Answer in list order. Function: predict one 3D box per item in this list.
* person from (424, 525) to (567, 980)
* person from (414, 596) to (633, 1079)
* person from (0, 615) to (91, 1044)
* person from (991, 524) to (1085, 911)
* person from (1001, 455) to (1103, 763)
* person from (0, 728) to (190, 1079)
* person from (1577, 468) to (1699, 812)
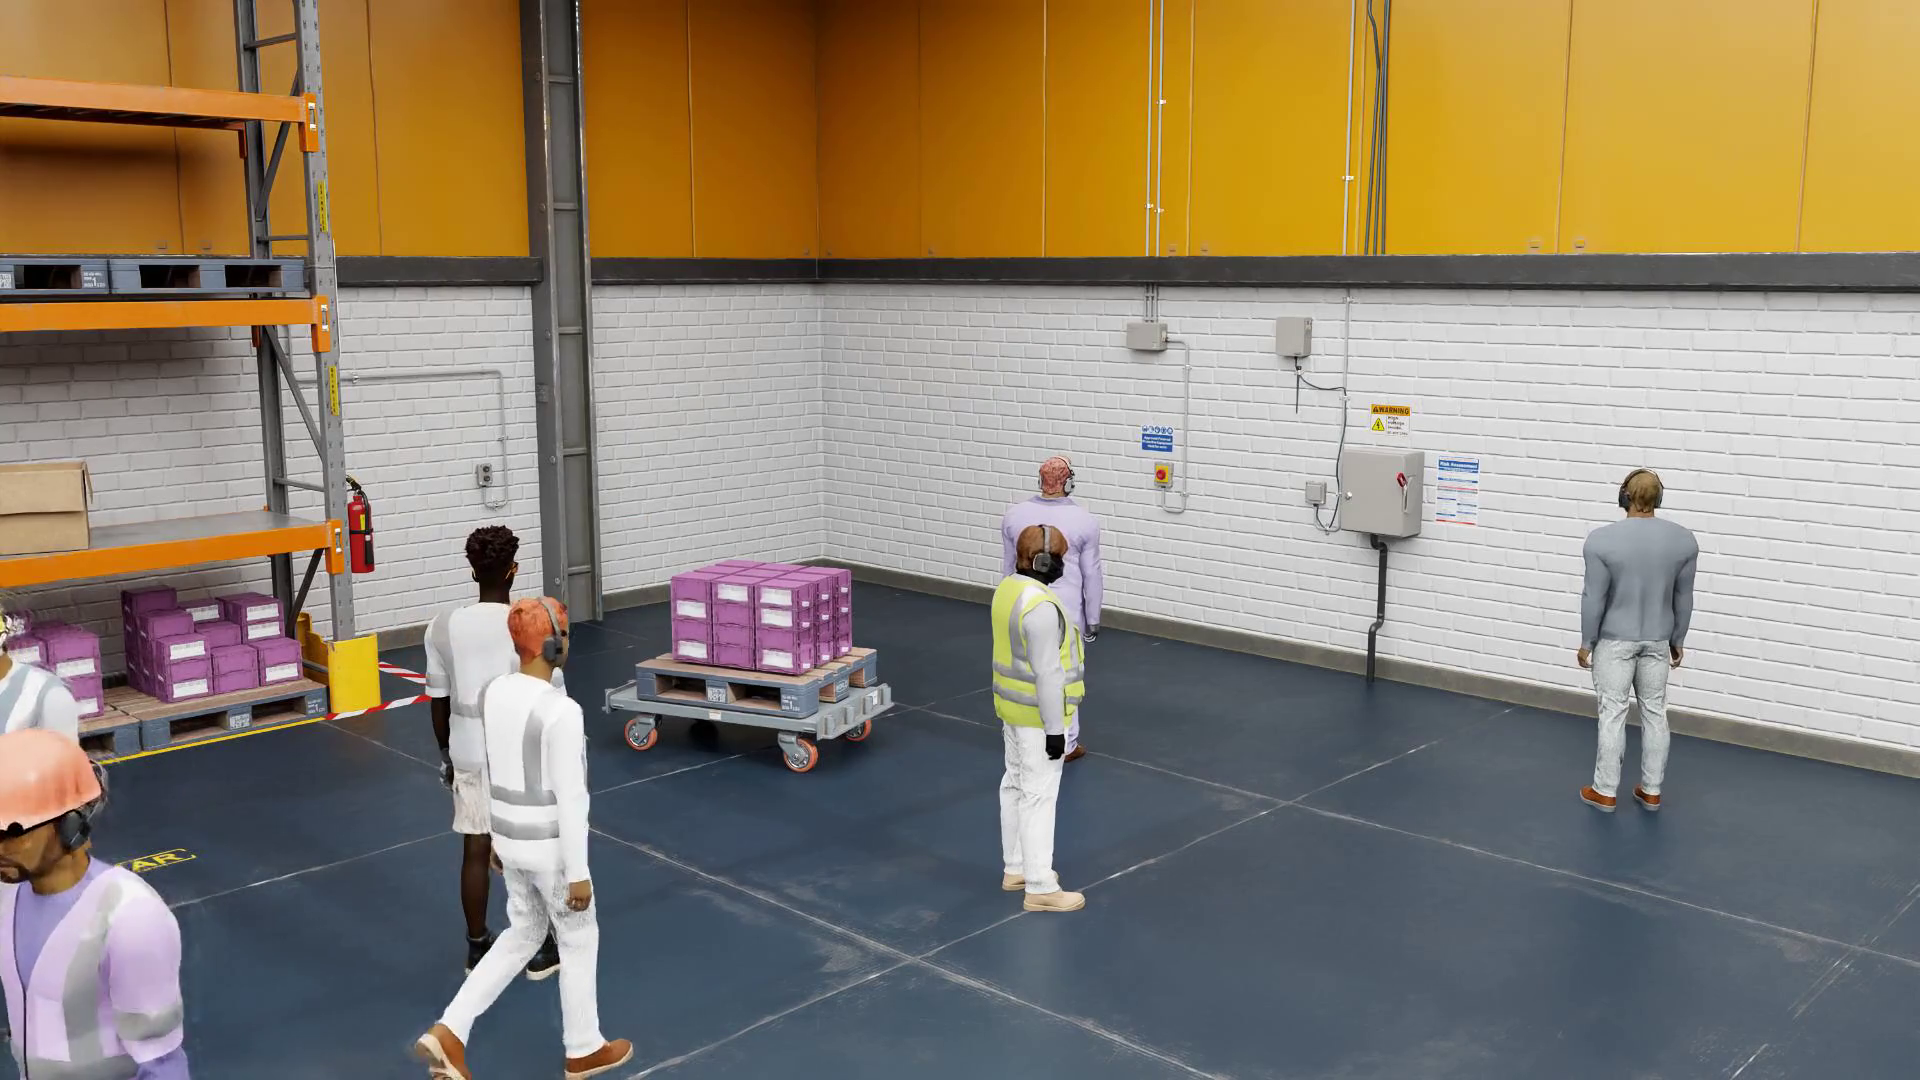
[{"bbox_3d":[-1.948,0.908,7.086,0.607,1.966,0.366,1,9,7],"label":"person"},{"bbox_3d":[-1.585,1.129,6.054,0.588,1.863,0.746,8,12,41],"label":"person"},{"bbox_3d":[-3.690,1.097,6.440,0.596,1.802,0.480,2,9,11],"label":"person"},{"bbox_3d":[0.375,0.834,7.932,0.429,1.840,0.624,-3,10,-17],"label":"person"},{"bbox_3d":[0.576,0.427,10.259,0.647,1.901,0.402,4,10,23],"label":"person"},{"bbox_3d":[-1.975,1.384,4.048,0.610,2.015,0.763,6,11,33],"label":"person"},{"bbox_3d":[3.756,0.562,9.290,0.630,1.940,0.372,0,9,-2],"label":"person"}]
